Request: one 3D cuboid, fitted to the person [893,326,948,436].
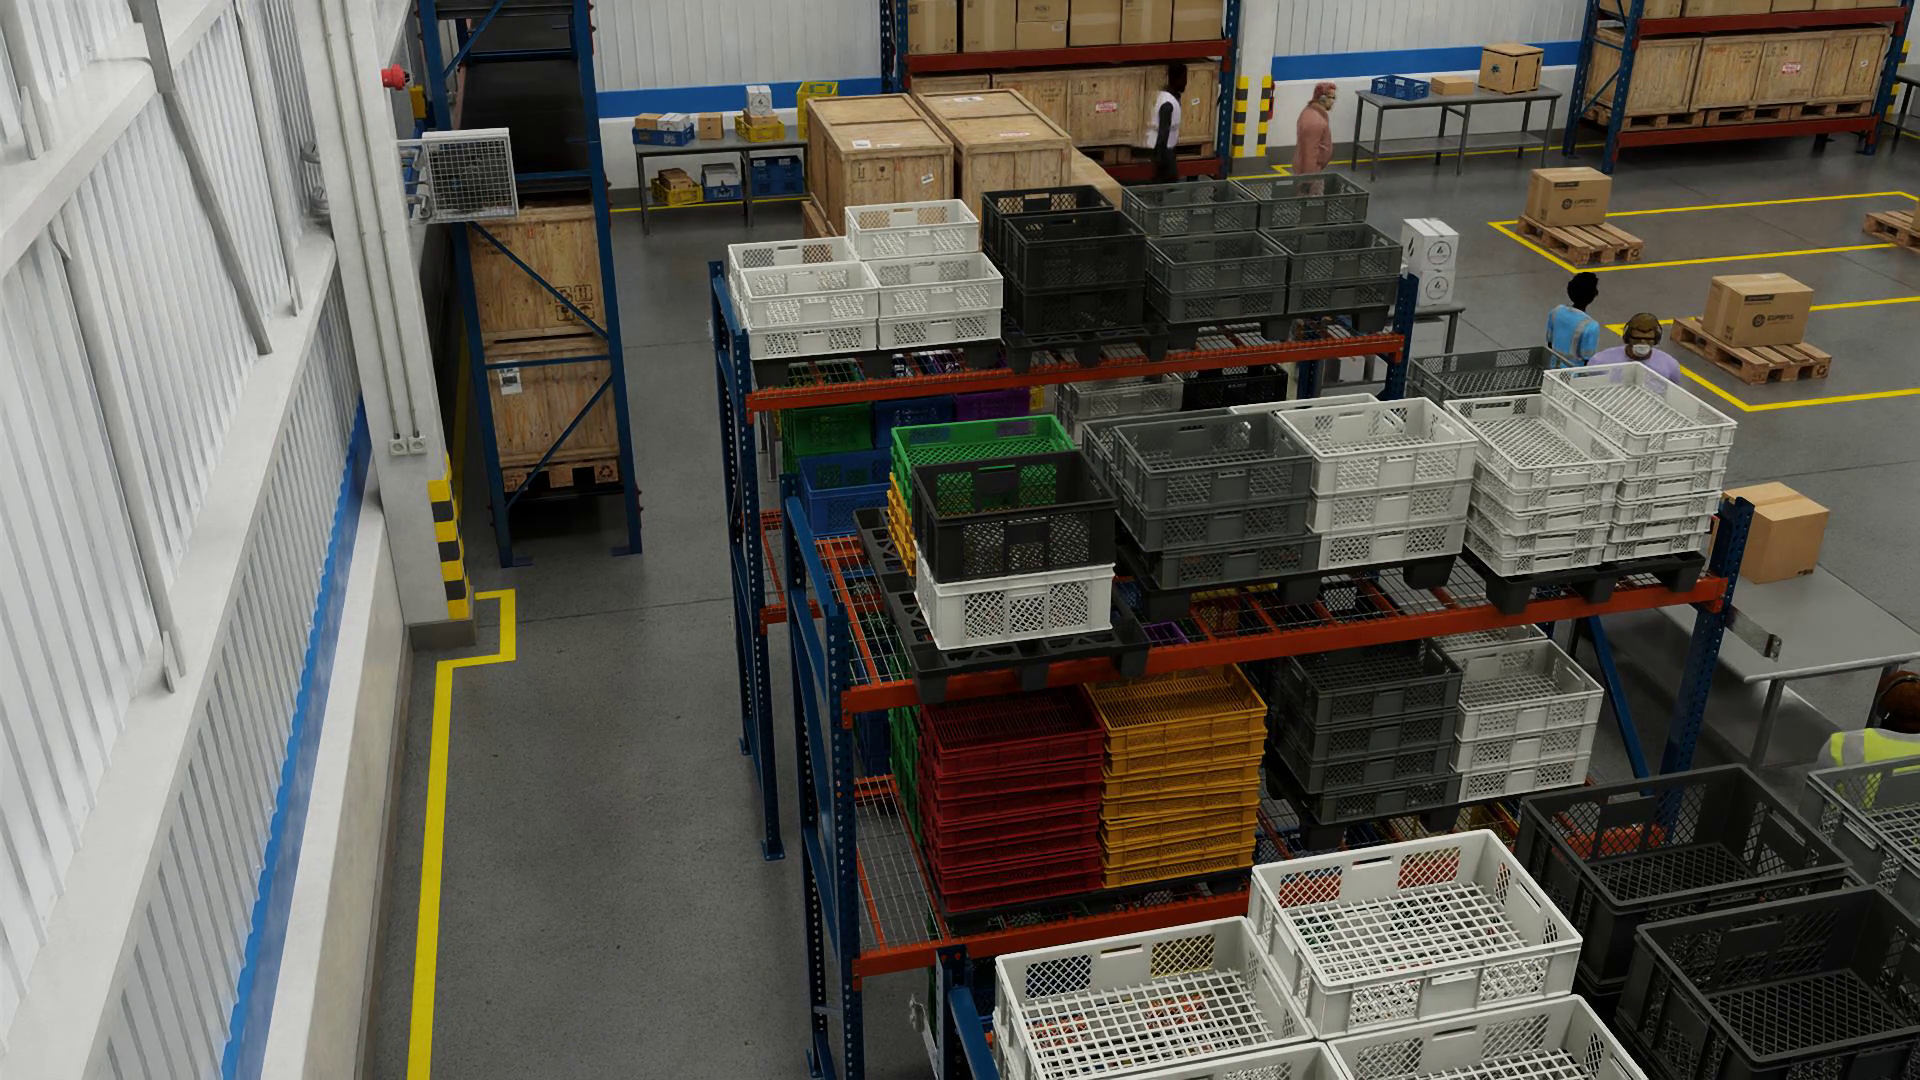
[{"bbox_3d":[-0.289,-0.870,11.946,0.342,1.884,0.584,18,33,30],"label":"person"}]

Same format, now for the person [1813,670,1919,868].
[{"bbox_3d":[4.157,1.422,7.661,0.629,1.837,0.430,5,28,10],"label":"person"}]

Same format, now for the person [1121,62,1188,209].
[{"bbox_3d":[2.229,-4.422,18.692,0.770,1.887,0.619,5,28,9],"label":"person"}]

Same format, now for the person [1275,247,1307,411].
[{"bbox_3d":[2.631,-1.452,13.086,0.318,1.862,0.519,0,28,1],"label":"person"}]

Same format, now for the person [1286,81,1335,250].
[{"bbox_3d":[3.756,-3.955,17.798,0.398,1.893,0.660,1,28,2],"label":"person"}]

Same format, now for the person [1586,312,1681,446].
[{"bbox_3d":[4.559,-0.667,11.506,0.632,1.938,0.359,3,28,6],"label":"person"}]

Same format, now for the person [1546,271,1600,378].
[{"bbox_3d":[4.707,-1.255,12.876,0.318,1.699,0.535,-10,29,-18],"label":"person"}]
